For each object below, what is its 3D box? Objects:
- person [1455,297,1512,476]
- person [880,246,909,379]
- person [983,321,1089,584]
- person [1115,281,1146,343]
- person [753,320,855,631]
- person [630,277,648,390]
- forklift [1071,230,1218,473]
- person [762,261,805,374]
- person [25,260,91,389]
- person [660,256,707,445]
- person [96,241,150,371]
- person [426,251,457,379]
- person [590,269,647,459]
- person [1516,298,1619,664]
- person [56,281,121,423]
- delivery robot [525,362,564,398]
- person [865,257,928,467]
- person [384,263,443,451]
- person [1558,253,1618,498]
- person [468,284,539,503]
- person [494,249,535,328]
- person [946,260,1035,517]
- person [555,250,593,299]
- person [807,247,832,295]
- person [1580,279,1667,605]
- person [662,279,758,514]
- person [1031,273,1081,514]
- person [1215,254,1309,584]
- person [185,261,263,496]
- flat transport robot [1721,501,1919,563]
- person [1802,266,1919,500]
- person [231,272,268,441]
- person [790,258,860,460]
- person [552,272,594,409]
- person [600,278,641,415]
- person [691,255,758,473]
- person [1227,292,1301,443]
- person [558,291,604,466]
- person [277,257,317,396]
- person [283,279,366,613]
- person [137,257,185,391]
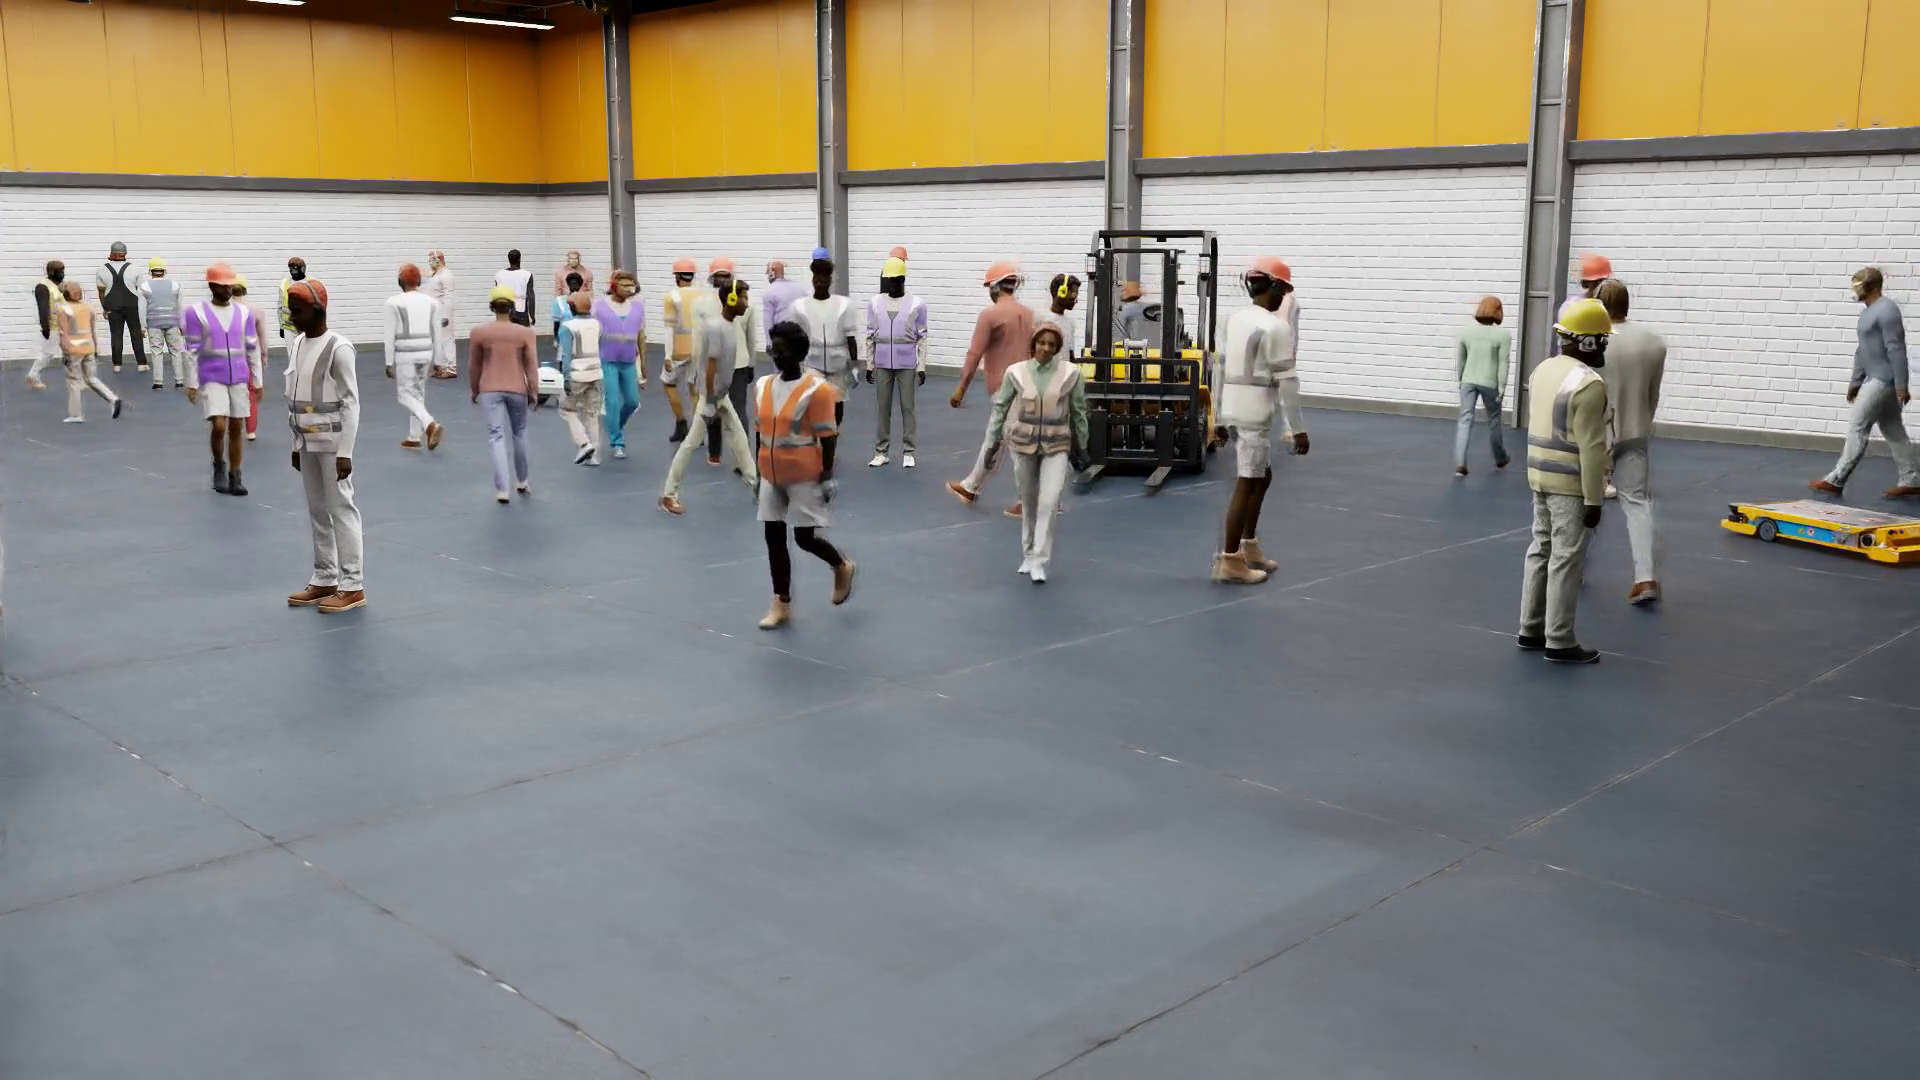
[{"bbox_3d":[4.687,-1.377,14.905,0.523,1.582,0.874,8,13,36],"label":"person"},{"bbox_3d":[-0.979,-3.388,24.820,0.429,1.974,0.653,4,11,23],"label":"person"},{"bbox_3d":[0.463,-0.538,10.244,0.634,1.595,0.773,2,11,9],"label":"person"},{"bbox_3d":[2.139,-2.313,19.987,0.807,1.598,0.498,10,14,42],"label":"person"},{"bbox_3d":[-0.876,-0.363,9.112,0.540,1.681,0.583,7,12,33],"label":"person"},{"bbox_3d":[-4.633,-2.909,23.240,0.547,1.589,0.782,-8,13,-36],"label":"person"},{"bbox_3d":[1.804,-1.825,15.677,1.214,2.155,2.313,2,11,13],"label":"forklift"},{"bbox_3d":[-2.052,-2.431,20.002,1.017,1.838,0.645,6,12,31],"label":"person"},{"bbox_3d":[-12.531,-2.964,22.991,0.889,1.812,0.637,2,11,10],"label":"person"},{"bbox_3d":[-2.807,-1.921,16.955,0.567,1.916,0.518,-9,13,-39],"label":"person"},{"bbox_3d":[-13.177,-3.679,26.207,0.679,2.000,0.537,-3,11,-16],"label":"person"},{"bbox_3d":[-7.768,-3.364,24.875,0.406,1.902,0.637,-6,12,-30],"label":"person"},{"bbox_3d":[-3.348,-1.707,16.067,0.608,1.817,0.622,-7,13,-35],"label":"person"},{"bbox_3d":[3.049,-0.287,8.314,0.403,1.826,0.596,-1,10,-7],"label":"person"},{"bbox_3d":[-9.937,-2.125,18.876,0.617,1.624,0.524,3,11,16],"label":"person"},{"bbox_3d":[-5.149,-1.970,20.687,0.707,0.478,0.477,3,11,15],"label":"delivery robot"},{"bbox_3d":[-0.591,-1.629,15.332,0.585,1.928,0.370,2,11,12],"label":"person"},{"bbox_3d":[-5.338,-1.781,16.348,0.741,1.862,0.587,8,13,39],"label":"person"},{"bbox_3d":[5.115,-1.327,13.529,0.612,1.982,0.861,-2,11,-13],"label":"person"},{"bbox_3d":[-3.711,-1.201,13.531,0.537,1.728,0.873,-3,11,-18],"label":"person"},{"bbox_3d":[-6.729,-3.432,25.196,0.590,1.919,0.395,0,10,3],"label":"person"},{"bbox_3d":[0.260,-1.158,12.748,1.042,1.922,0.628,7,13,34],"label":"person"},{"bbox_3d":[-6.567,-3.998,28.369,0.644,1.887,0.422,-3,11,-15],"label":"person"},{"bbox_3d":[-2.101,-3.417,25.023,0.380,1.951,0.603,-4,11,-22],"label":"person"},{"bbox_3d":[3.842,-0.580,9.764,0.639,1.892,1.042,-1,10,-4],"label":"person"},{"bbox_3d":[-1.841,-1.095,12.787,1.026,1.793,0.629,1,10,8],"label":"person"},{"bbox_3d":[0.754,-1.122,12.819,0.686,1.832,0.563,9,14,40],"label":"person"},{"bbox_3d":[1.836,-0.729,10.193,0.641,2.005,0.647,-4,11,-19],"label":"person"},{"bbox_3d":[-5.997,-1.308,13.597,0.579,1.923,0.401,-10,14,-42],"label":"person"},{"bbox_3d":[6.042,-0.082,11.418,0.652,0.197,1.431,-4,11,-22],"label":"flat transport robot"},{"bbox_3d":[7.370,-1.260,13.461,0.960,1.869,0.677,4,11,19],"label":"person"},{"bbox_3d":[-7.458,-1.892,17.252,0.530,1.752,0.385,-5,11,-25],"label":"person"},{"bbox_3d":[-1.245,-1.617,15.284,0.635,1.938,0.834,-2,11,-9],"label":"person"},{"bbox_3d":[-4.767,-2.474,20.593,0.541,1.684,0.463,-2,11,-12],"label":"person"},{"bbox_3d":[-4.079,-2.320,19.790,0.495,1.675,0.898,4,11,22],"label":"person"},{"bbox_3d":[-2.114,-1.595,15.083,0.621,1.961,0.986,-3,11,-14],"label":"person"},{"bbox_3d":[3.148,-1.904,17.199,0.750,1.812,0.459,-1,10,-7],"label":"person"},{"bbox_3d":[-3.500,-1.479,15.365,0.368,1.625,0.517,7,13,35],"label":"person"},{"bbox_3d":[-8.769,-2.830,22.119,0.621,1.845,0.429,0,10,2],"label":"person"},{"bbox_3d":[-3.633,-0.533,9.471,0.573,1.887,0.355,8,13,38],"label":"person"},{"bbox_3d":[-10.994,-2.971,22.913,0.591,1.833,0.403,-8,13,-39],"label":"person"}]
